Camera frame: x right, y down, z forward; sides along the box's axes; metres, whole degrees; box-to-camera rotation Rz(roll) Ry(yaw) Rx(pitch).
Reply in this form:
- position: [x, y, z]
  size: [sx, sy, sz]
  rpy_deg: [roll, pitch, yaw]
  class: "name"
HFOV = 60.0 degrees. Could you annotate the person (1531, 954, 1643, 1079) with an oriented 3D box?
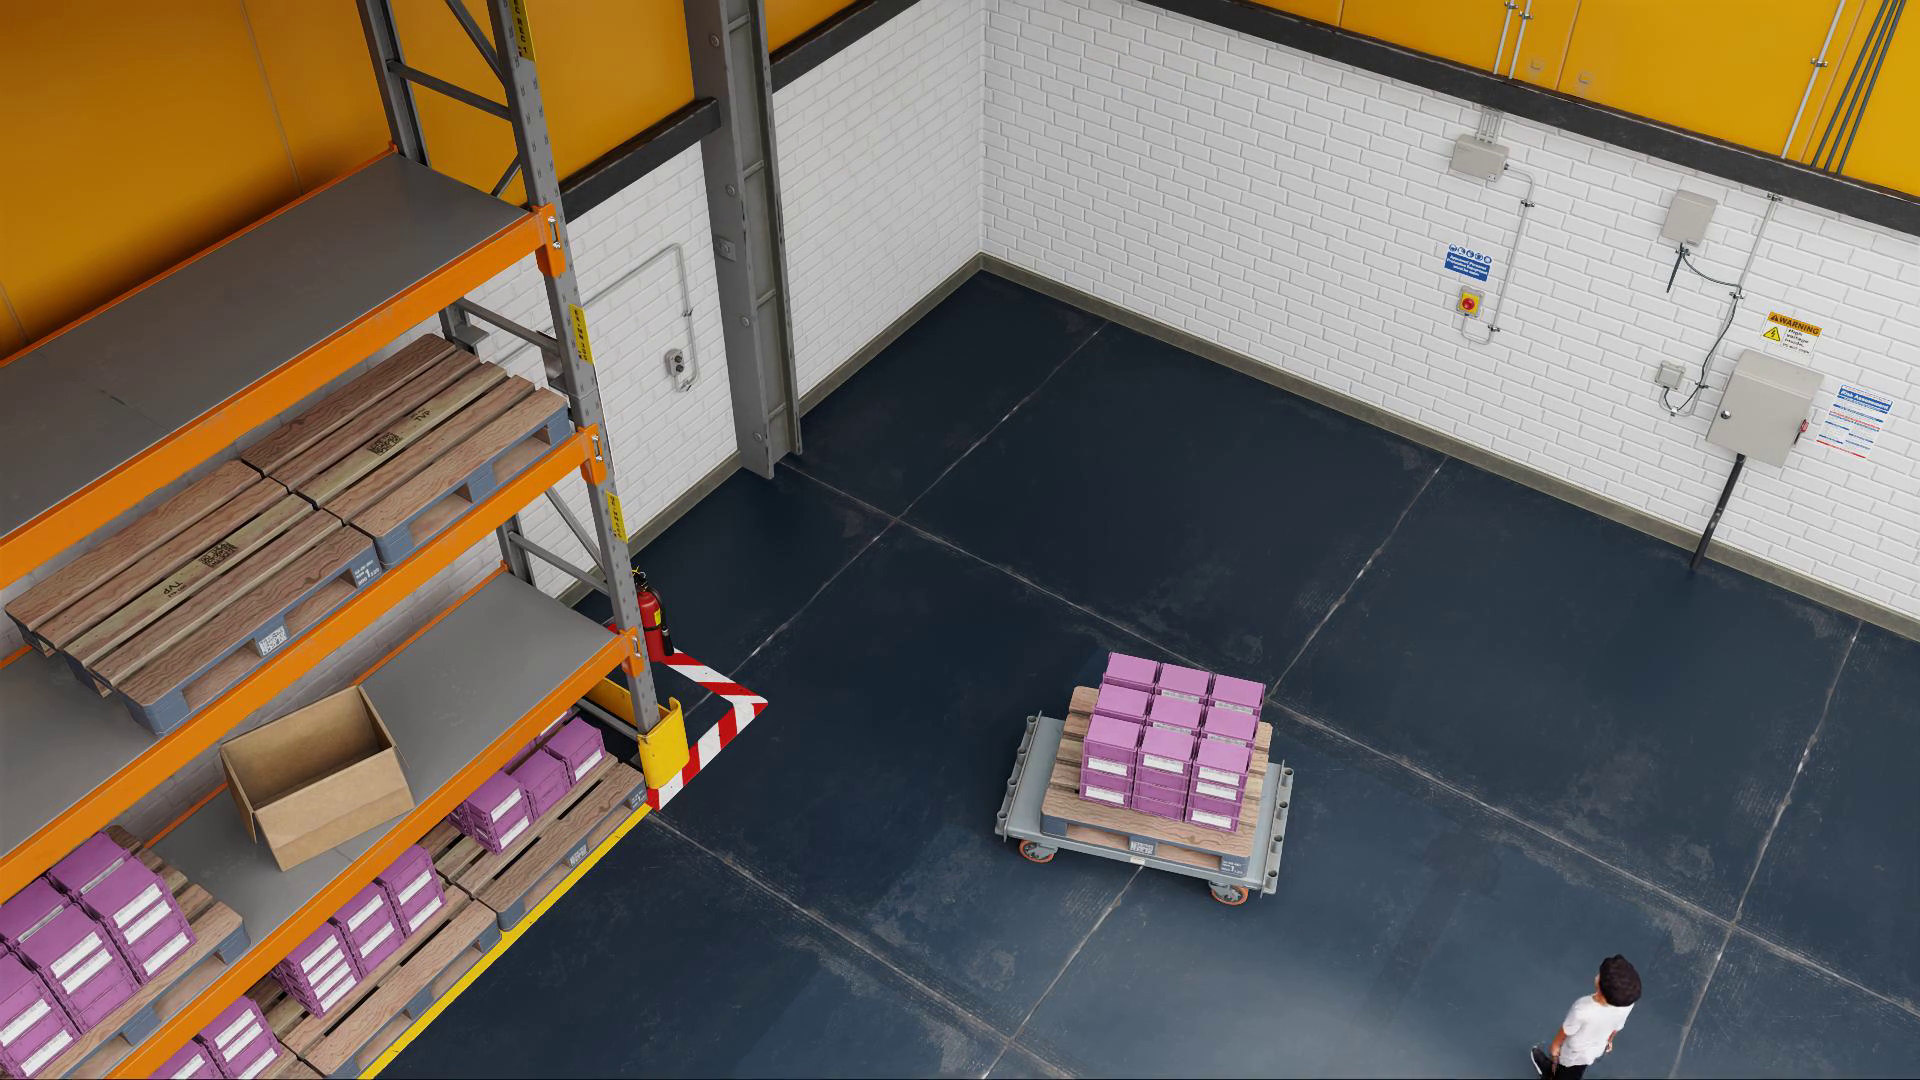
- position: [3.157, 2.548, 8.337]
  size: [0.824, 1.244, 0.844]
  rpy_deg: [-11, 45, -11]
  class: "person"
